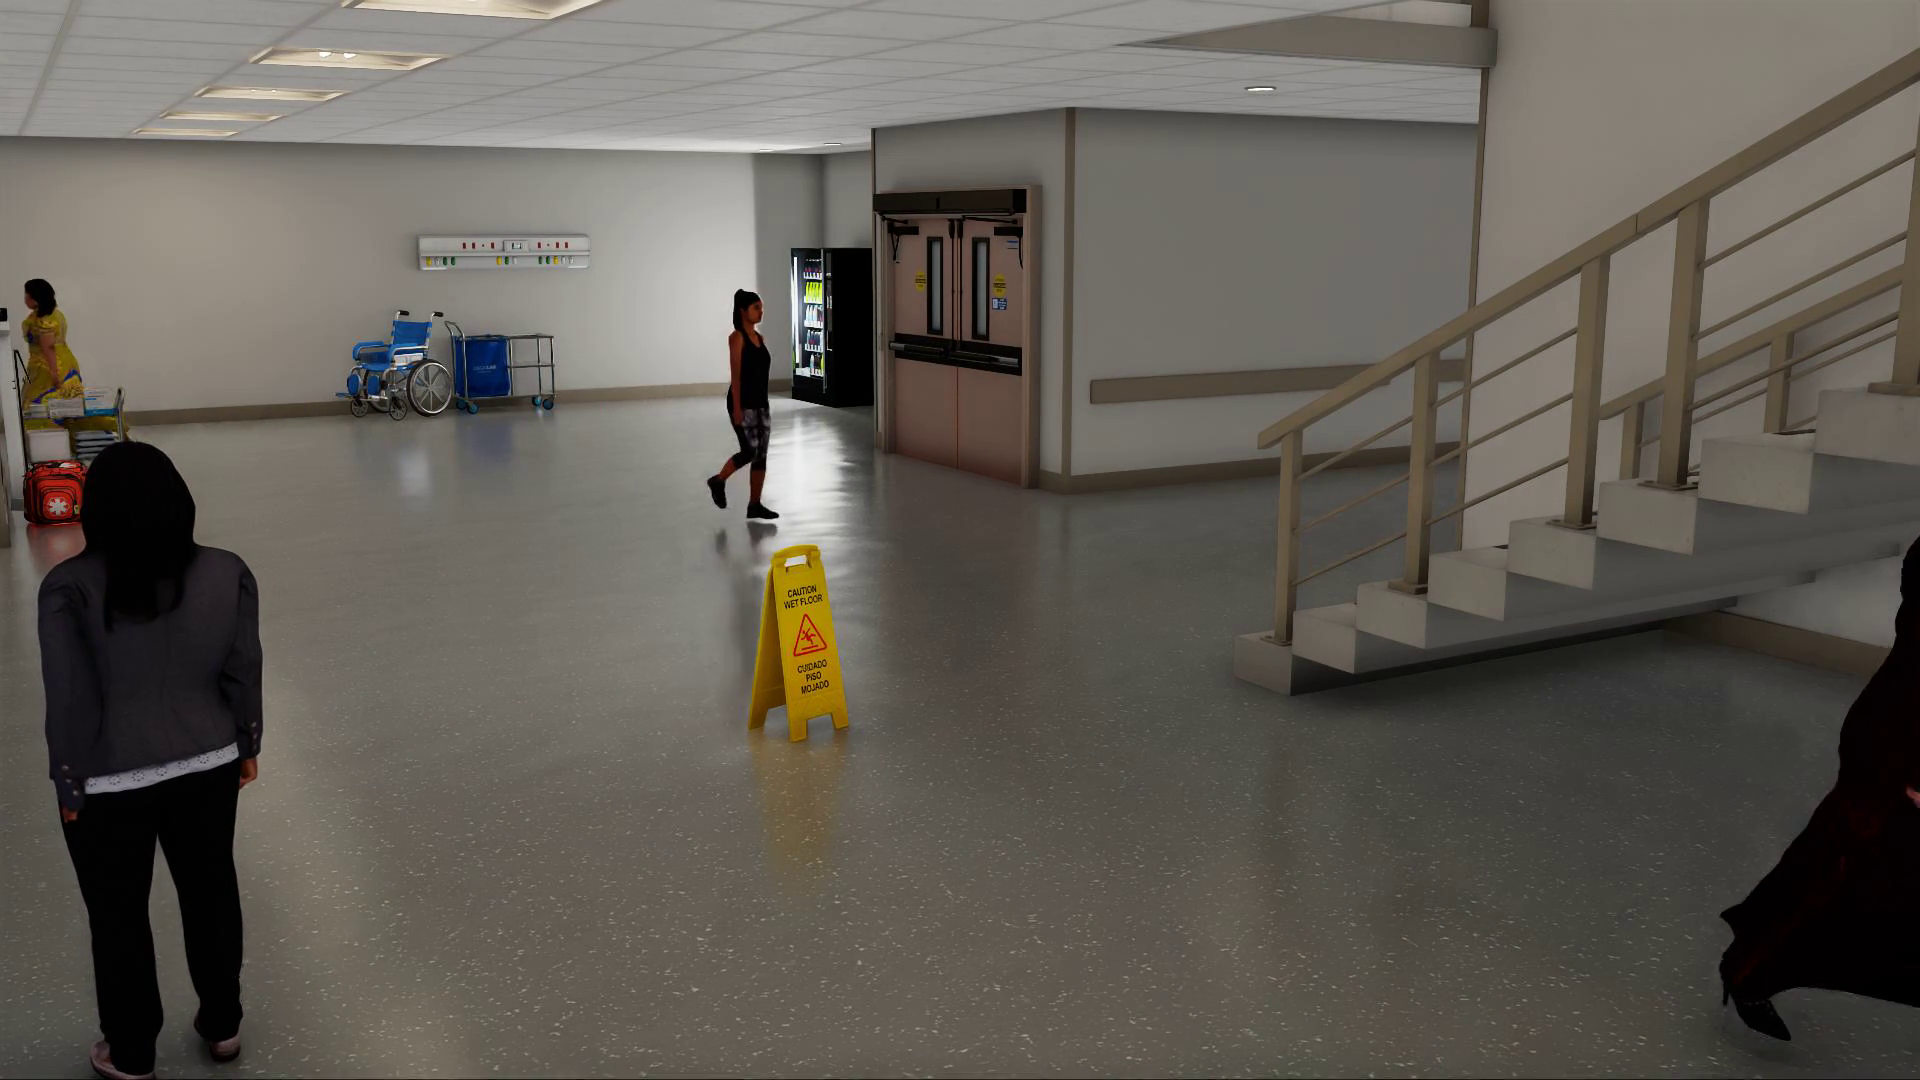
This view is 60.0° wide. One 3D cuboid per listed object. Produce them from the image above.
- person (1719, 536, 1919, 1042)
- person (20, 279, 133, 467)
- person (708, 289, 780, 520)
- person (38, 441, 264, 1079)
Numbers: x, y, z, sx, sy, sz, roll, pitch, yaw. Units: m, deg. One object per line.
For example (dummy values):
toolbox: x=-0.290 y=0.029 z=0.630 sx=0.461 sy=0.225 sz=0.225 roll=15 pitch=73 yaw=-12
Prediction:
person: x=2.280 y=0.525 z=4.027 sx=0.823 sy=1.680 sz=1.239 roll=-9 pitch=14 yaw=-39
person: x=-7.820 y=-1.439 z=14.536 sx=1.019 sy=1.620 sz=1.224 roll=-2 pitch=11 yaw=-10
person: x=-1.582 y=-0.963 z=11.952 sx=0.908 sy=1.649 sz=0.821 roll=5 pitch=12 yaw=24
person: x=-1.995 y=0.551 z=4.109 sx=0.750 sy=1.598 sz=0.745 roll=10 pitch=15 yaw=43
